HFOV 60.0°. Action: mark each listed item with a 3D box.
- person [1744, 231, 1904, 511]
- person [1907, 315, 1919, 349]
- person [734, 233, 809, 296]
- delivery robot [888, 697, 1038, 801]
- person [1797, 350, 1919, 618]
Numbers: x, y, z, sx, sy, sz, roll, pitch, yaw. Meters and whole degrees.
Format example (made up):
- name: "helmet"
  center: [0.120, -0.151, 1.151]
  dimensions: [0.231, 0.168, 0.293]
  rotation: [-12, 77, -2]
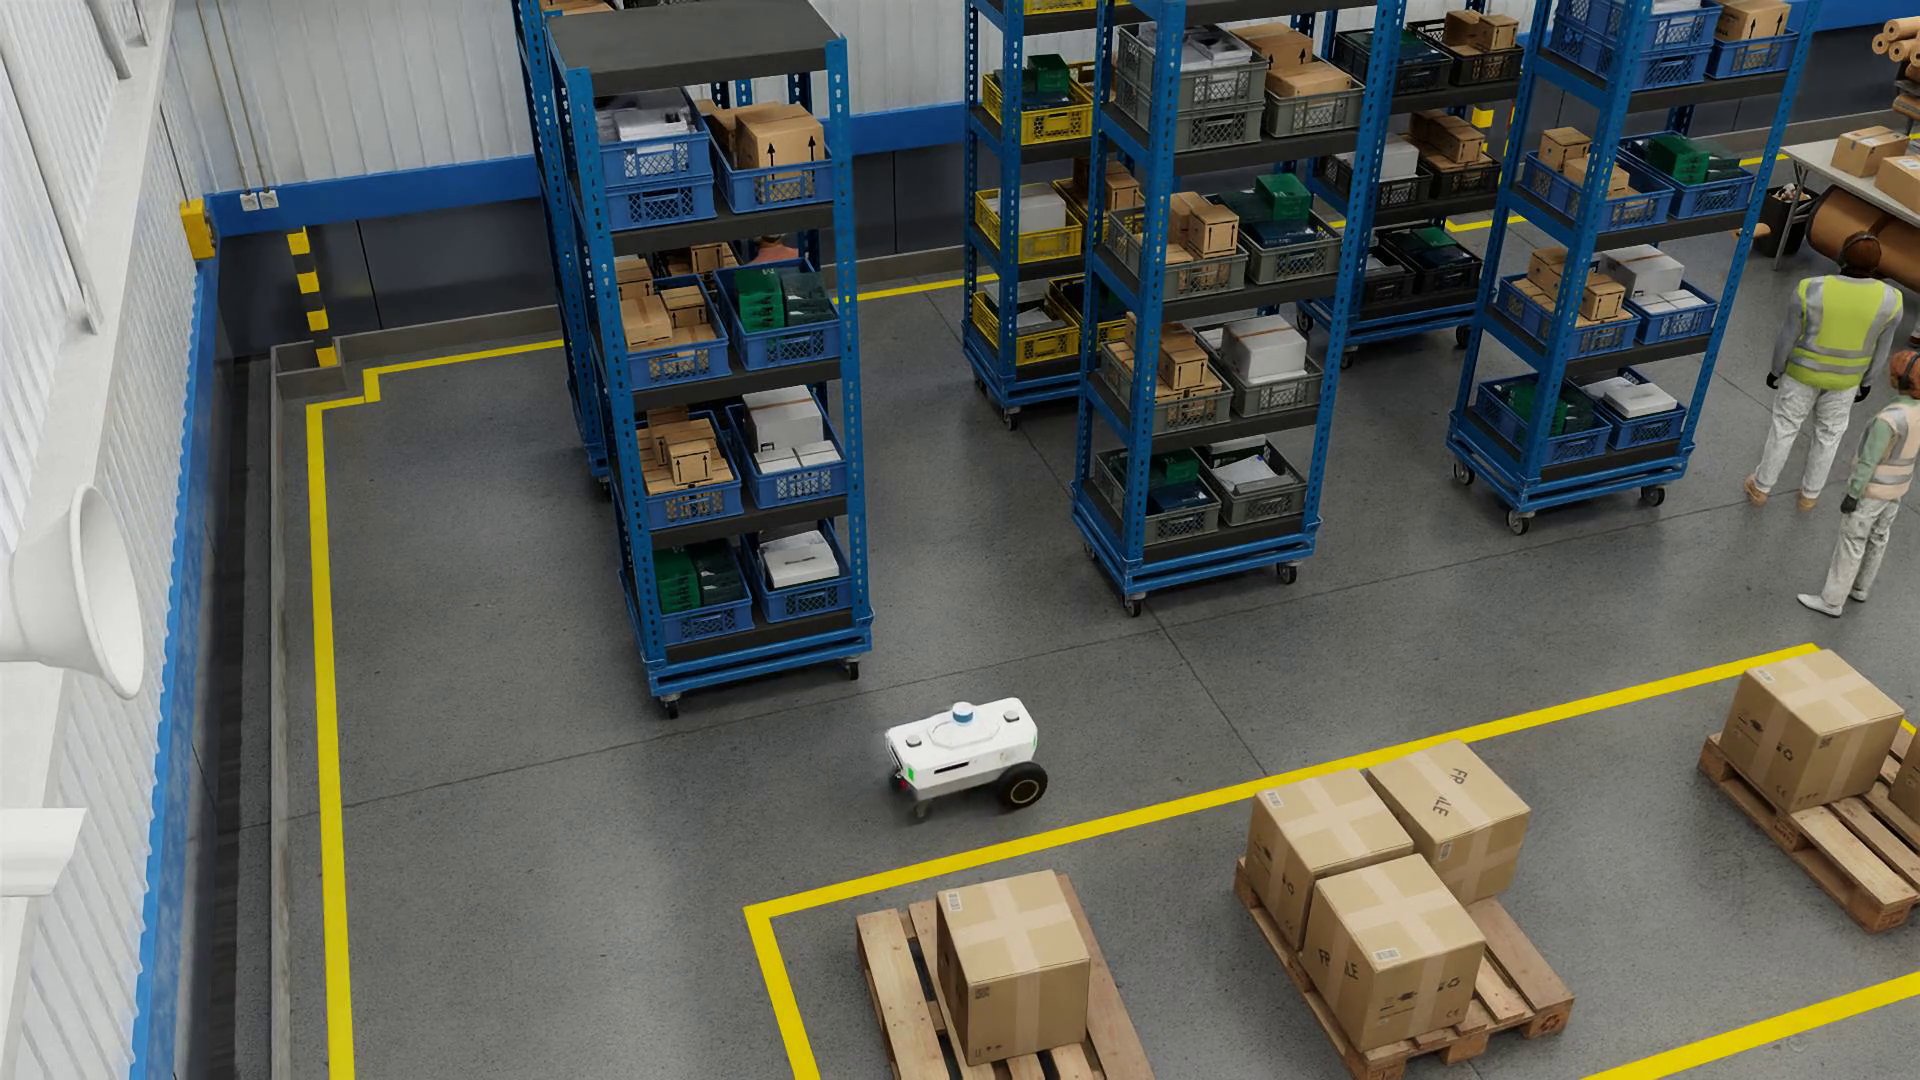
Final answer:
- name: "person"
  center: [5.241, -1.017, 10.119]
  dimensions: [0.627, 1.847, 0.429]
  rotation: [10, 36, 14]
- name: "person"
  center: [7.140, -2.123, 11.618]
  dimensions: [0.371, 1.930, 0.629]
  rotation: [4, 35, 6]
- name: "person"
  center: [-1.130, -1.177, 10.234]
  dimensions: [0.626, 1.979, 0.410]
  rotation: [-27, 43, -33]
- name: "delivery robot"
  center: [0.012, 1.018, 8.265]
  dimensions: [0.707, 0.478, 0.477]
  rotation: [-12, 37, -17]
- name: "person"
  center: [5.119, -0.304, 9.290]
  dimensions: [0.521, 1.632, 0.314]
  rotation: [-22, 41, -28]
